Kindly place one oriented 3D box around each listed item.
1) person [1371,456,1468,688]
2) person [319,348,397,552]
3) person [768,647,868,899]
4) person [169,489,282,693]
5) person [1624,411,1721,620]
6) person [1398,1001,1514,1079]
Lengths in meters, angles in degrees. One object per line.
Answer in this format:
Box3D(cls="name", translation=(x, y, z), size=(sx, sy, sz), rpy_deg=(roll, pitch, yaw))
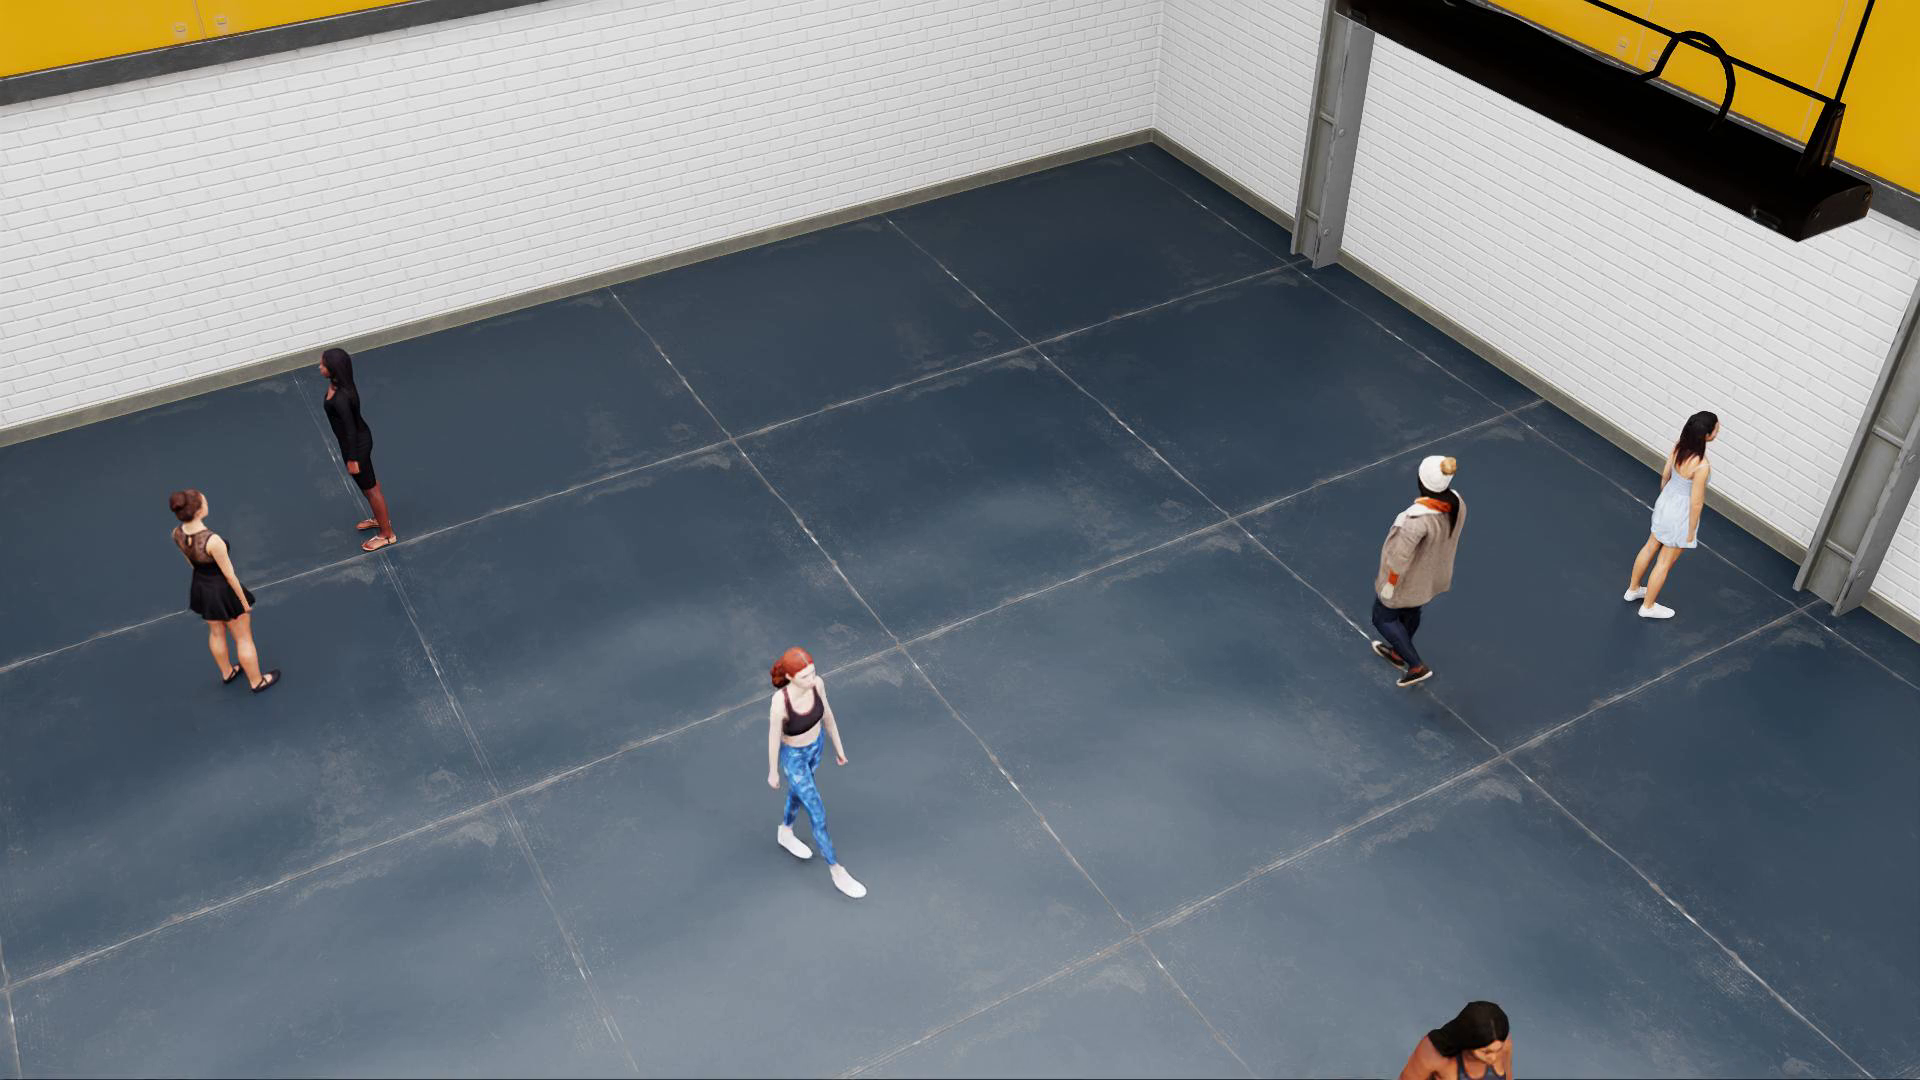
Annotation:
Box3D(cls="person", translation=(3.138, 0.231, 11.238), size=(0.767, 1.884, 0.881), rpy_deg=(-26, 45, -29))
Box3D(cls="person", translation=(-4.561, -0.704, 12.540), size=(0.695, 1.721, 0.486), rpy_deg=(-15, 41, -18))
Box3D(cls="person", translation=(-1.010, 1.295, 10.007), size=(1.101, 1.758, 0.840), rpy_deg=(27, 46, 29))
Box3D(cls="person", translation=(-5.032, 0.348, 11.256), size=(0.663, 1.679, 0.743), rpy_deg=(15, 41, 18))
Box3D(cls="person", translation=(5.112, -0.196, 11.896), size=(0.713, 1.730, 0.574), rpy_deg=(-7, 39, -8))
Box3D(cls="person", translation=(2.344, 2.732, 8.208), size=(0.800, 1.758, 1.221), rpy_deg=(-13, 41, -16))
